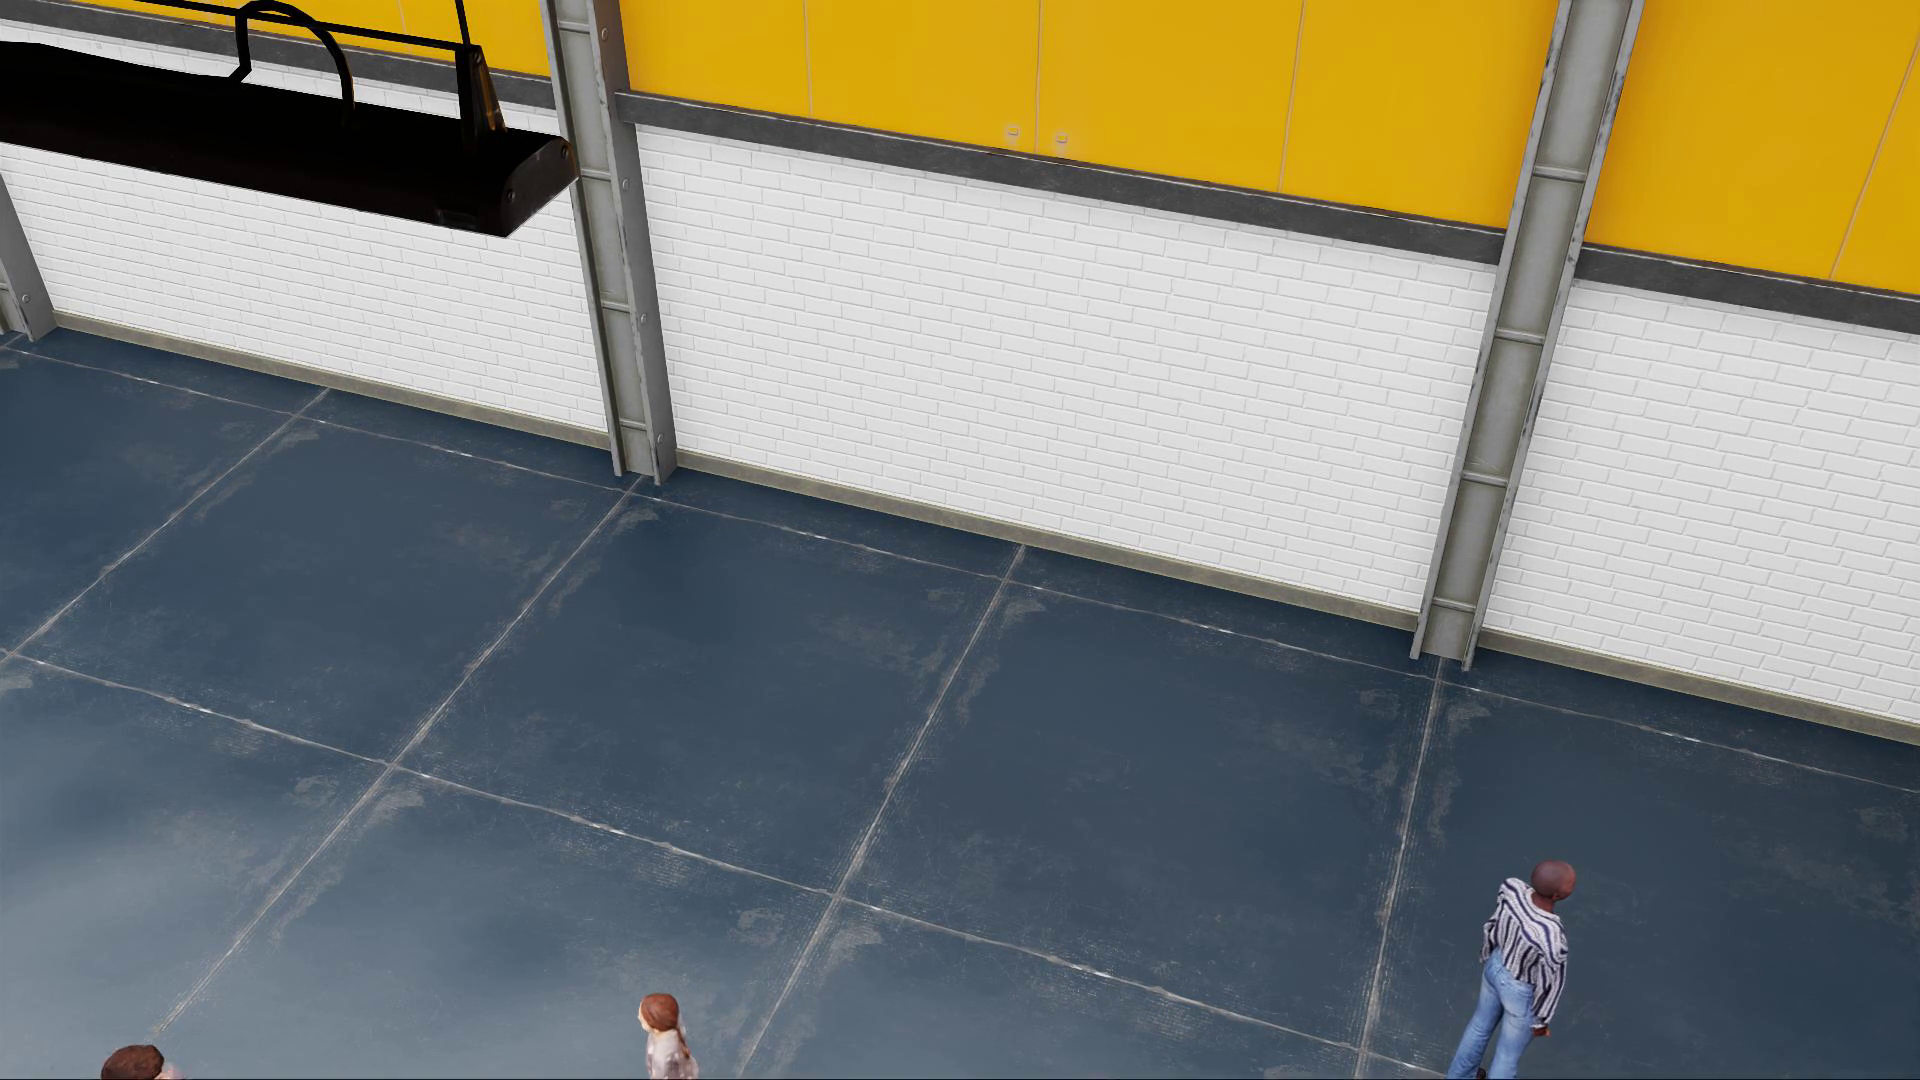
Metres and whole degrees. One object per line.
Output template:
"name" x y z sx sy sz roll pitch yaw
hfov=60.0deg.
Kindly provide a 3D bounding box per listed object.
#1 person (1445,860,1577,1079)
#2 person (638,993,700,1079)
"person" 2.640 2.151 7.939 0.733 1.795 0.698 -12 40 -15
"person" -1.314 2.553 7.921 0.536 1.189 0.544 2 39 3
